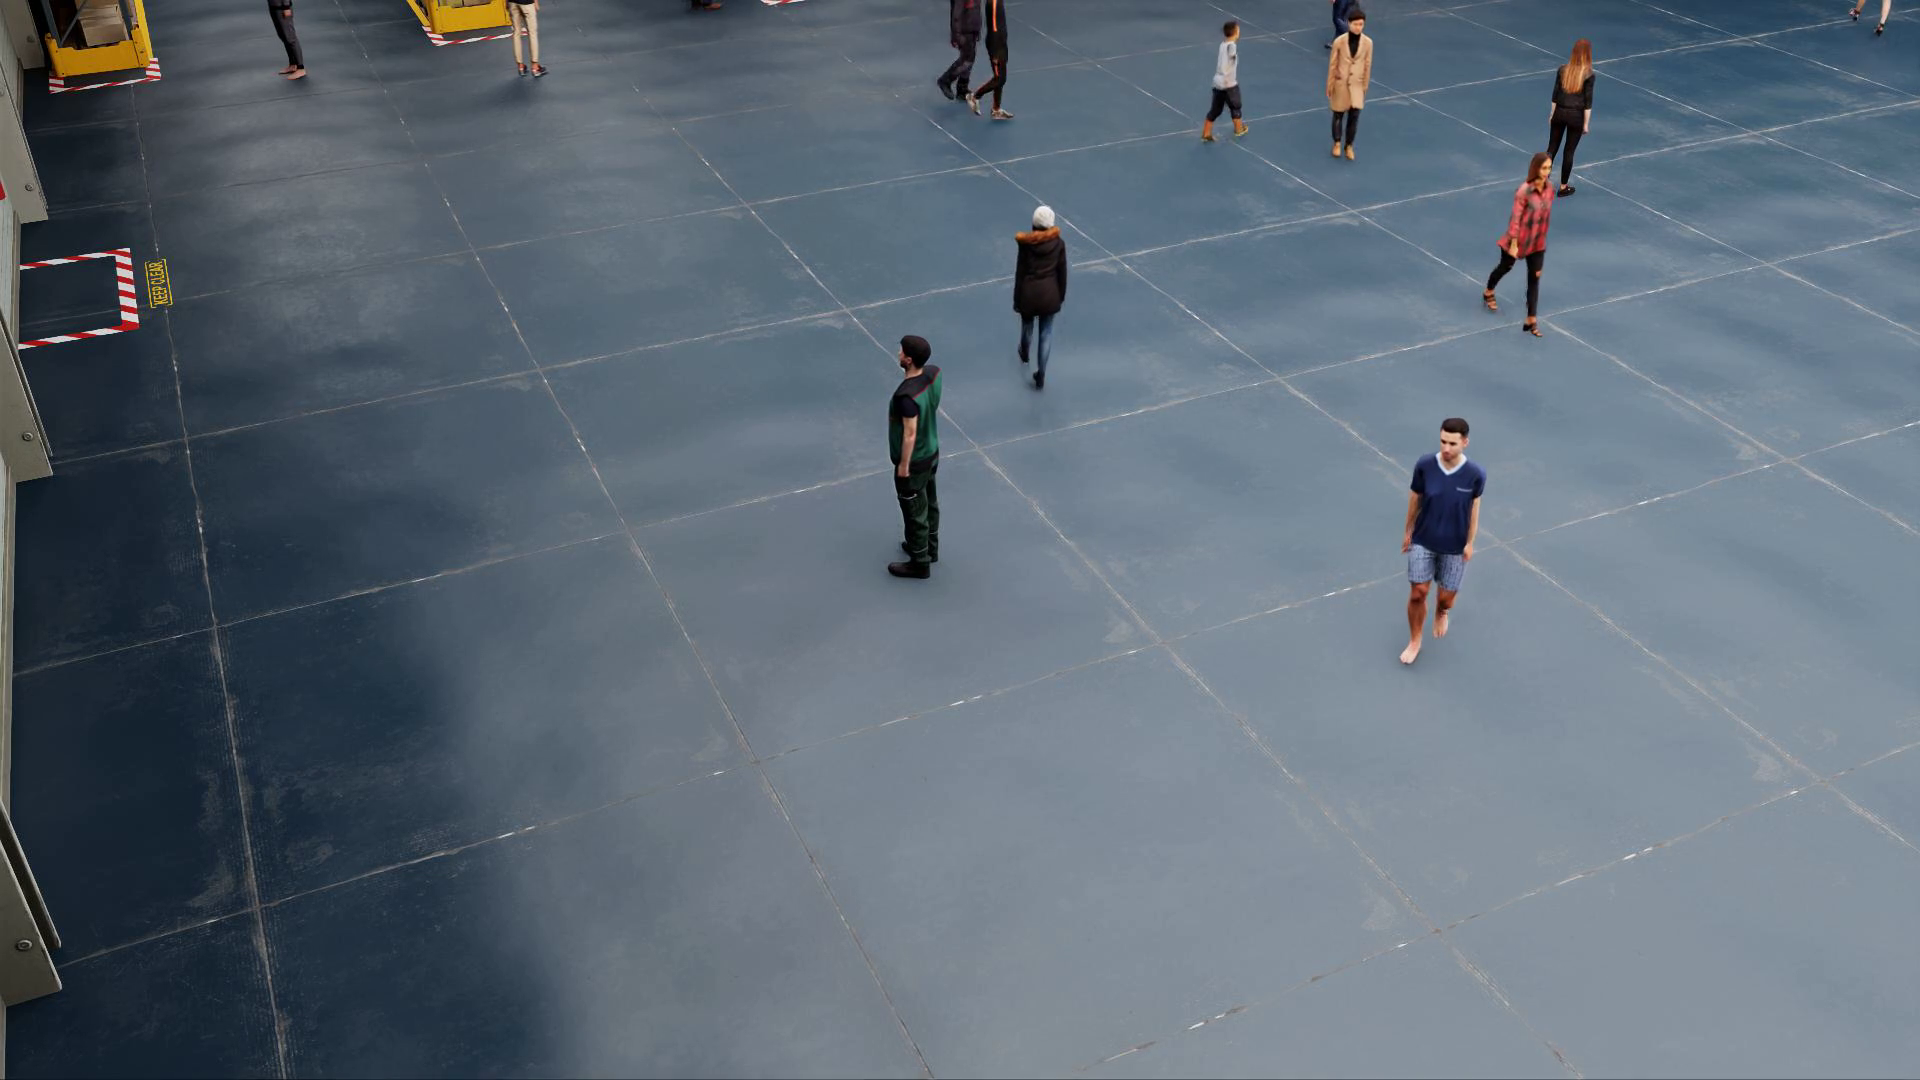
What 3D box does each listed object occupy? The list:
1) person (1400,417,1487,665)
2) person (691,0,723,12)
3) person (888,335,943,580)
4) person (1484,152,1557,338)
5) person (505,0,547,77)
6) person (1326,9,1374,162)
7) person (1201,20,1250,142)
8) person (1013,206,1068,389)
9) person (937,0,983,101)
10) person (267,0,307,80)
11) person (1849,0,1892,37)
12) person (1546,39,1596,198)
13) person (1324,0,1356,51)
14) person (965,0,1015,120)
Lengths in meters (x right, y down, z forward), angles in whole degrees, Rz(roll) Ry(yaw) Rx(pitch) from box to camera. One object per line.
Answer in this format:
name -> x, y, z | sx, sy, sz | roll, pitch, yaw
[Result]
person -> 3.224, -0.033, 11.106 | 0.877, 1.833, 0.921 | 15, 36, 22
person -> -3.861, -8.814, 24.543 | 0.757, 1.904, 0.897 | 23, 39, 31
person -> -0.308, -0.609, 11.928 | 0.811, 1.901, 0.746 | 11, 34, 16
person -> 5.210, -2.805, 15.528 | 0.703, 1.659, 1.137 | -11, 35, -16
person -> -5.787, -7.073, 21.918 | 0.715, 1.846, 0.754 | 7, 34, 11
person -> 4.502, -5.335, 19.368 | 0.797, 1.713, 0.848 | 5, 33, 8
person -> 3.134, -5.505, 19.897 | 0.631, 1.421, 0.842 | -9, 34, -14
person -> 0.700, -2.087, 14.470 | 0.841, 1.608, 1.033 | -3, 33, -4
person -> -0.020, -6.456, 21.008 | 0.977, 1.805, 0.916 | 15, 36, 22
person -> -8.941, -7.042, 21.873 | 0.804, 1.843, 0.570 | -23, 40, -31
person -> 13.086, -8.000, 23.398 | 0.912, 1.787, 1.188 | 1, 33, 1
person -> 6.696, -4.654, 18.322 | 0.592, 1.712, 0.736 | 27, 42, 35
person -> 5.283, -7.436, 22.603 | 0.652, 1.708, 0.919 | -18, 37, -26
person -> 0.358, -6.028, 20.358 | 0.937, 1.796, 0.916 | 4, 33, 6
